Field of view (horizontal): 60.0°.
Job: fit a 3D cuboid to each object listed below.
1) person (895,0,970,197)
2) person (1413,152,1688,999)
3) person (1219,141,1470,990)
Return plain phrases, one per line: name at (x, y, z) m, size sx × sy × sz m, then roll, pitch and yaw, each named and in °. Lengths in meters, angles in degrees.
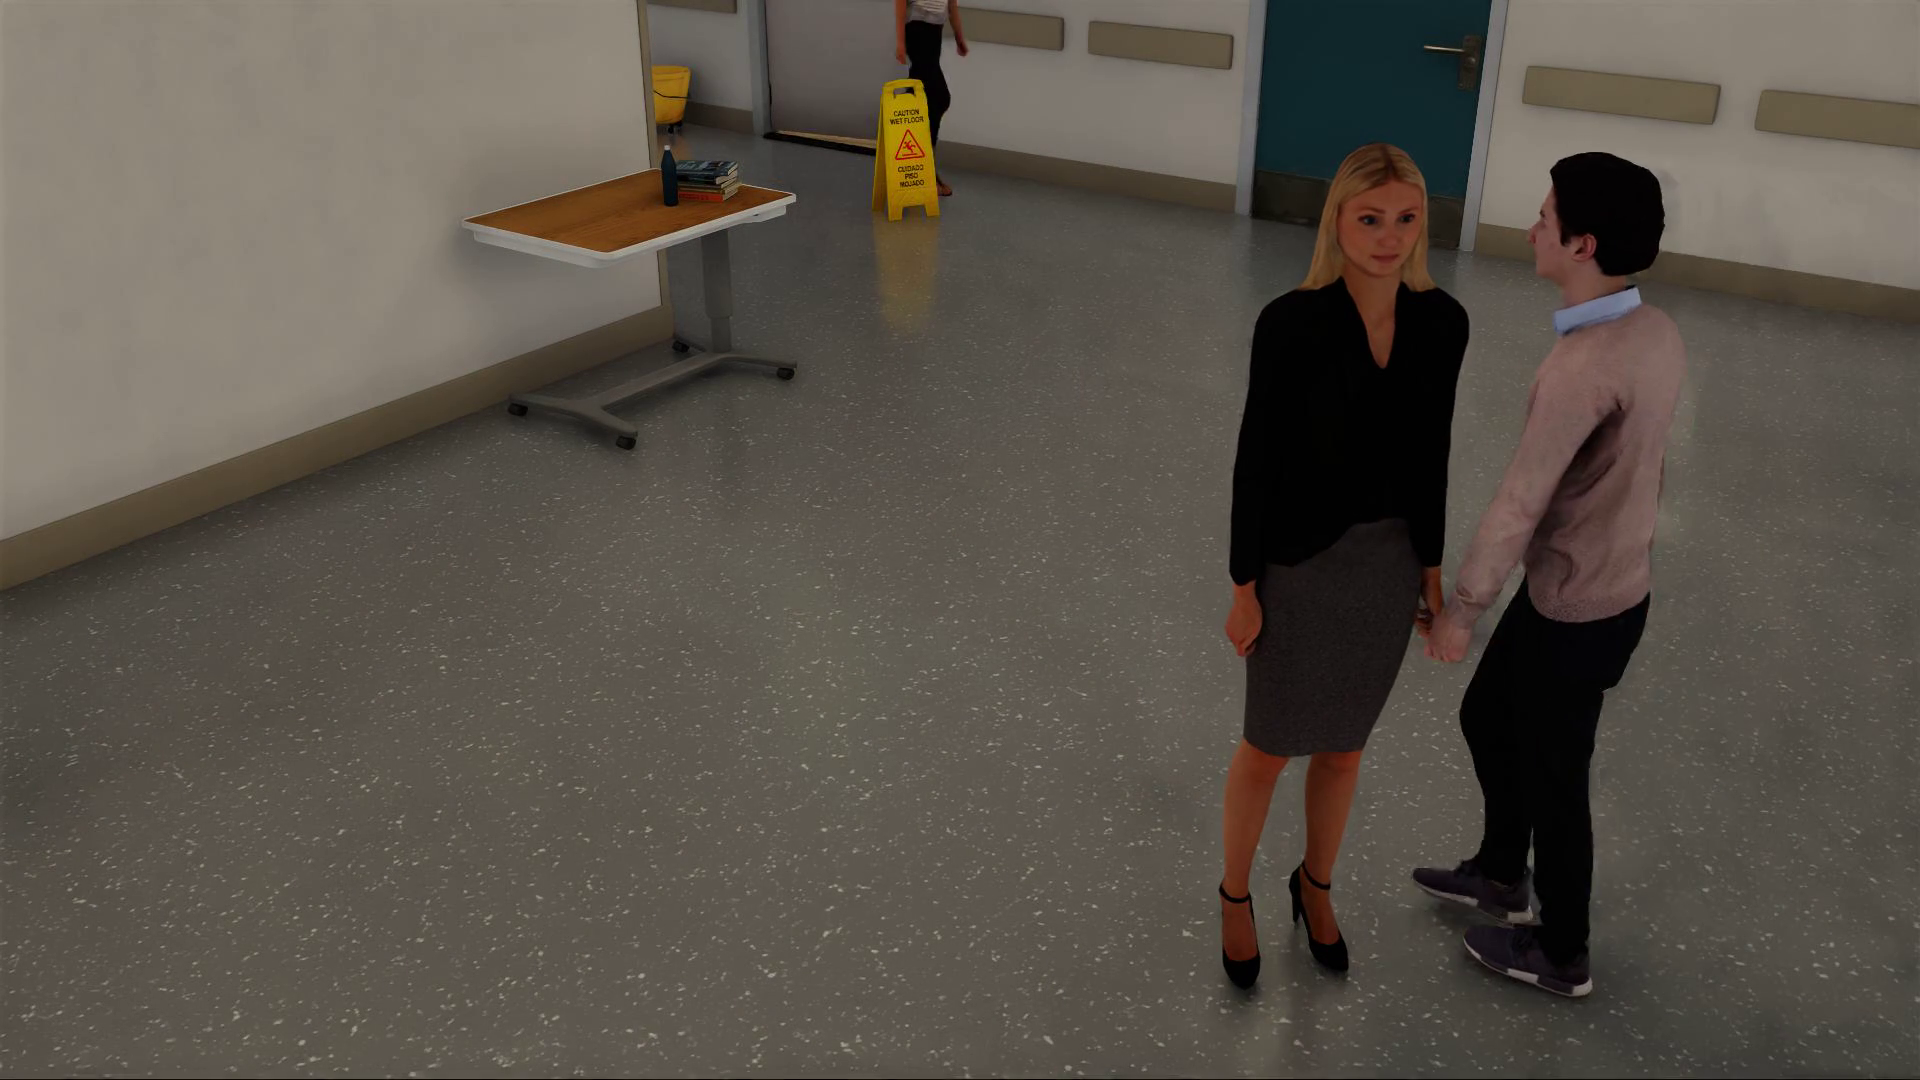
person at (-0.316, -2.922, 9.698) m, size 0.704 × 1.809 × 0.678 m, roll 10°, pitch 27°, yaw 19°
person at (1.301, 0.158, 3.335) m, size 0.660 × 1.788 × 0.647 m, roll 15°, pitch 30°, yaw 29°
person at (0.746, 0.118, 3.356) m, size 0.699 × 1.841 × 0.746 m, roll -6°, pitch 26°, yaw -12°
